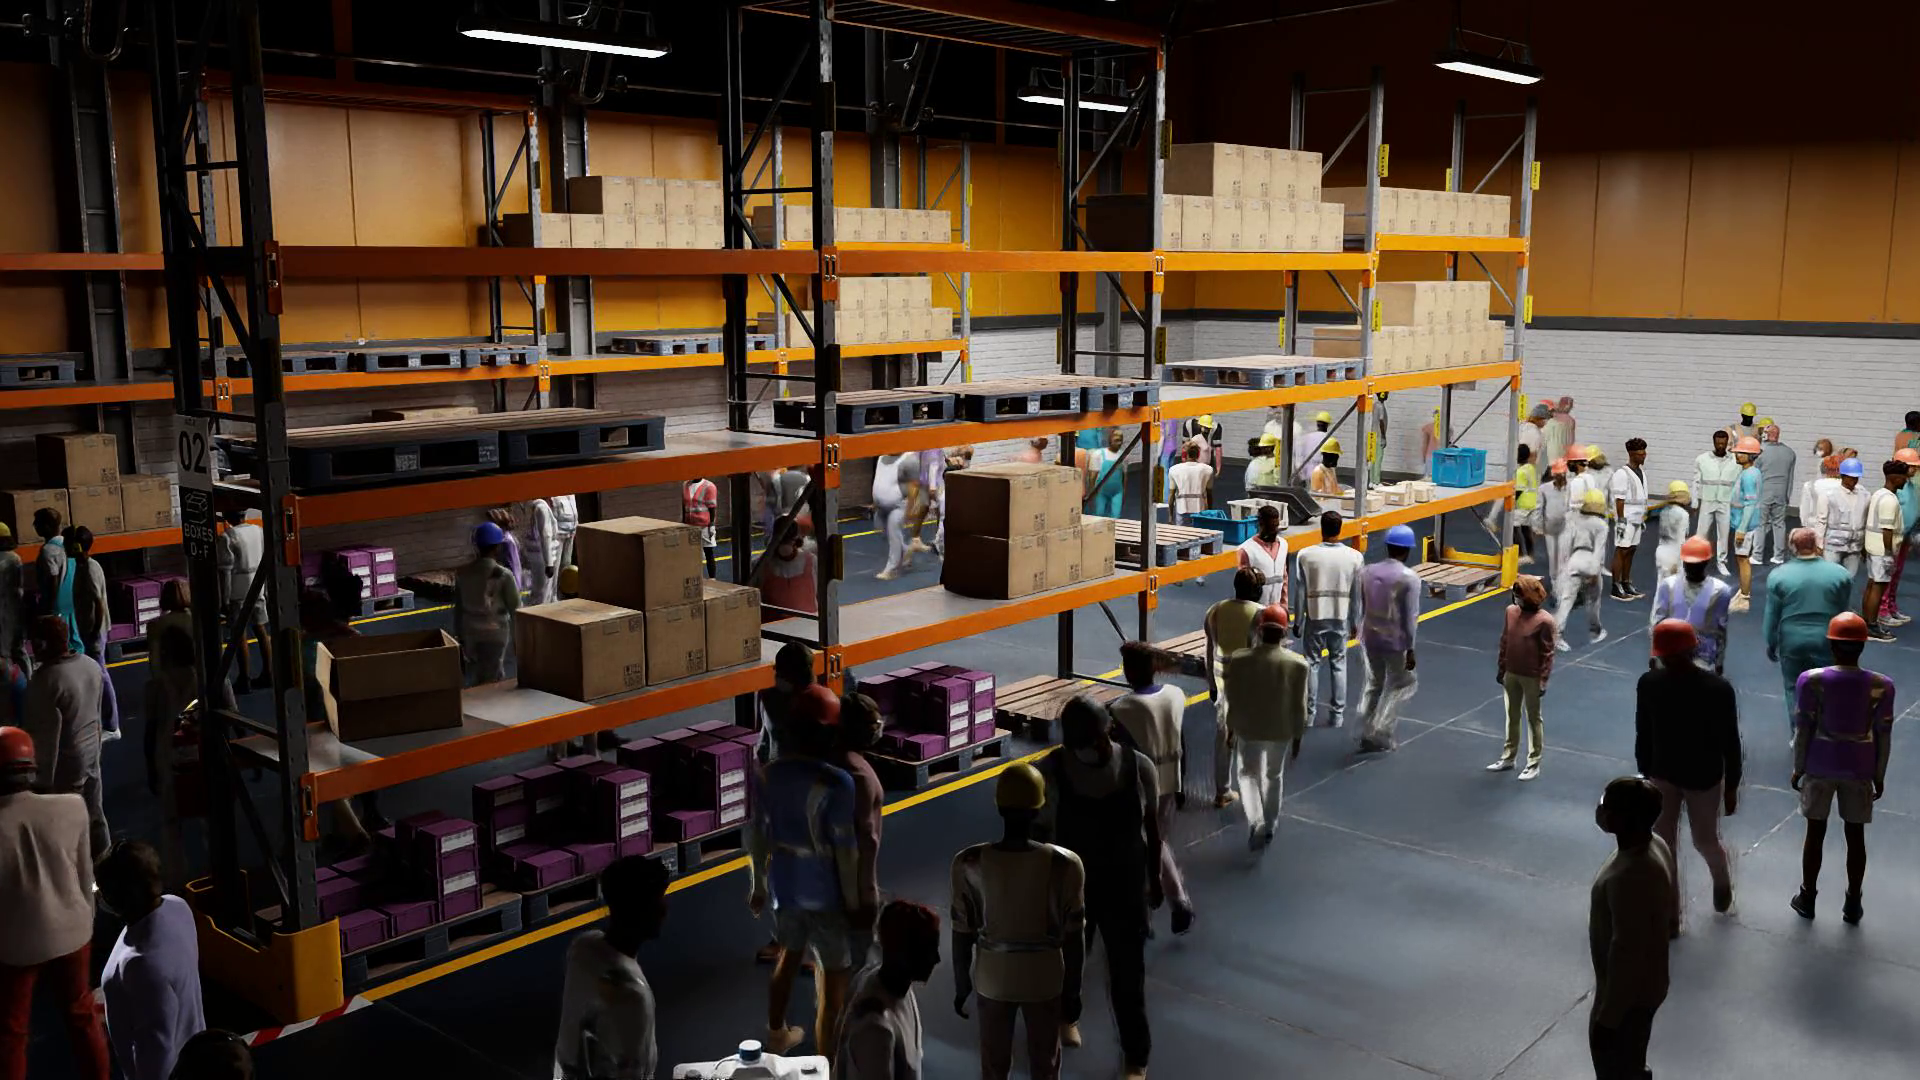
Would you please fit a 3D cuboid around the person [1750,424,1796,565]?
[{"bbox_3d":[10.865,-0.614,22.392,0.679,1.898,0.393,-1,10,-8],"label":"person"}]

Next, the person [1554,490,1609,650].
[{"bbox_3d":[6.553,0.313,17.541,0.971,1.664,0.494,-7,12,-38],"label":"person"}]

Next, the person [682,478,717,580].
[{"bbox_3d":[-3.207,-0.183,20.426,0.536,1.693,0.319,6,11,31],"label":"person"}]

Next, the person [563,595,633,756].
[{"bbox_3d":[-3.009,0.867,13.603,0.797,1.875,0.607,-1,10,-8],"label":"person"}]

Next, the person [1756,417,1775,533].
[{"bbox_3d":[12.106,-0.981,25.046,0.320,1.738,0.484,7,12,34],"label":"person"}]

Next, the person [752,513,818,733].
[{"bbox_3d":[-1.412,0.778,13.637,0.688,2.000,0.536,-3,10,-15],"label":"person"}]

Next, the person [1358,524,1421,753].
[{"bbox_3d":[3.546,0.831,13.682,0.497,1.919,0.675,-6,11,-30],"label":"person"}]

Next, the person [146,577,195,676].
[{"bbox_3d":[-6.082,1.093,13.049,0.501,1.606,0.731,-3,10,-20],"label":"person"}]

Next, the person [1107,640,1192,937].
[{"bbox_3d":[1.132,1.506,9.915,0.601,1.827,0.478,-7,12,-37],"label":"person"}]

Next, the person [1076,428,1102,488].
[{"bbox_3d":[2.209,-1.673,29.172,0.572,1.739,0.353,1,10,8],"label":"person"}]

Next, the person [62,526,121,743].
[{"bbox_3d":[-7.355,0.796,14.059,0.327,1.865,0.514,-6,11,-33],"label":"person"}]

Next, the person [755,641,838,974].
[{"bbox_3d":[-0.915,1.516,9.554,0.627,1.935,0.371,6,11,33],"label":"person"}]

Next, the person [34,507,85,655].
[{"bbox_3d":[-8.244,0.611,15.220,0.332,1.844,0.508,-1,10,-6],"label":"person"}]

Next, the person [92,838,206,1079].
[{"bbox_3d":[-3.046,2.059,6.317,0.370,1.934,0.627,-3,10,-17],"label":"person"}]

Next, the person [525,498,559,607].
[{"bbox_3d":[-4.408,0.200,17.556,0.337,1.882,0.584,-5,11,-27],"label":"person"}]

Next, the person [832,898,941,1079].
[{"bbox_3d":[-0.235,2.181,5.877,0.931,1.826,0.671,2,10,11],"label":"person"}]

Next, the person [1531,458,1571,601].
[{"bbox_3d":[7.170,-0.127,20.008,0.588,1.706,0.880,6,11,32],"label":"person"}]

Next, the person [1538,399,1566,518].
[{"bbox_3d":[9.146,-1.187,25.622,0.633,1.963,0.803,-5,11,-28],"label":"person"}]

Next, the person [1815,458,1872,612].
[{"bbox_3d":[9.631,0.069,18.153,0.615,1.944,0.396,-1,10,-5],"label":"person"}]

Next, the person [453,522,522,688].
[{"bbox_3d":[-3.929,0.792,14.008,0.629,1.888,1.025,5,11,28],"label":"person"}]

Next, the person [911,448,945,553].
[{"bbox_3d":[-0.298,-0.807,23.209,0.896,1.993,0.768,-2,10,-14],"label":"person"}]

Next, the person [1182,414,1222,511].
[{"bbox_3d":[3.686,-1.171,25.336,0.615,2.028,0.409,3,10,19],"label":"person"}]

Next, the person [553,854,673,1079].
[{"bbox_3d":[-1.292,2.097,6.115,0.540,1.931,0.624,-5,11,-27],"label":"person"}]

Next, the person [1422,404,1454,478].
[{"bbox_3d":[7.804,-1.362,27.278,0.523,1.747,0.693,6,11,33],"label":"person"}]

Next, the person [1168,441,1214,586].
[{"bbox_3d":[2.883,-0.322,20.825,0.560,1.836,0.388,0,10,0],"label":"person"}]

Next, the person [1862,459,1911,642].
[{"bbox_3d":[9.949,0.102,17.900,0.367,1.962,0.613,3,10,19],"label":"person"}]

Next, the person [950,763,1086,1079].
[{"bbox_3d":[0.253,1.908,7.231,0.584,1.928,0.367,0,10,2],"label":"person"}]

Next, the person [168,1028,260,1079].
[{"bbox_3d":[-2.071,2.316,4.766,0.630,1.940,0.372,-3,10,-15],"label":"person"}]

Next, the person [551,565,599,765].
[{"bbox_3d":[-2.973,1.053,12.845,0.524,1.759,0.337,-2,10,-11],"label":"person"}]

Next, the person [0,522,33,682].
[{"bbox_3d":[-8.662,0.686,15.116,0.338,1.727,0.498,-1,10,-4],"label":"person"}]

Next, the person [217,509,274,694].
[{"bbox_3d":[-6.779,0.488,15.713,0.382,1.928,0.546,4,10,24],"label":"person"}]

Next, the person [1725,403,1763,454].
[{"bbox_3d":[12.053,-1.159,25.581,0.593,1.918,0.399,1,10,4],"label":"person"}]

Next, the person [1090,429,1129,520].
[{"bbox_3d":[2.020,-0.646,22.827,0.544,1.817,0.669,-2,10,-10],"label":"person"}]

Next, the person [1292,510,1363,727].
[{"bbox_3d":[3.217,0.696,14.543,0.595,1.908,0.392,0,10,-1],"label":"person"}]

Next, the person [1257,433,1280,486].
[{"bbox_3d":[4.169,-0.569,22.530,0.331,1.760,0.526,-4,10,-21],"label":"person"}]

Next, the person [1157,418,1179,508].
[{"bbox_3d":[3.385,-1.483,27.502,0.392,1.918,0.589,7,12,35],"label":"person"}]

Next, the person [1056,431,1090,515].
[{"bbox_3d":[1.472,-0.584,22.110,0.591,1.926,0.386,-9,13,-42],"label":"person"}]

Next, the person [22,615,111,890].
[{"bbox_3d":[-5.577,1.399,10.338,0.402,1.904,0.652,0,10,1],"label":"person"}]

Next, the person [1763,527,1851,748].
[{"bbox_3d":[6.999,0.834,13.774,0.677,1.882,0.425,3,10,16],"label":"person"}]

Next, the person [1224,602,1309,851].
[{"bbox_3d":[2.117,1.295,11.465,0.569,1.729,0.619,0,10,0],"label":"person"}]

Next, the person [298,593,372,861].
[{"bbox_3d":[-4.279,1.277,11.437,0.699,1.793,0.586,6,11,32],"label":"person"}]
